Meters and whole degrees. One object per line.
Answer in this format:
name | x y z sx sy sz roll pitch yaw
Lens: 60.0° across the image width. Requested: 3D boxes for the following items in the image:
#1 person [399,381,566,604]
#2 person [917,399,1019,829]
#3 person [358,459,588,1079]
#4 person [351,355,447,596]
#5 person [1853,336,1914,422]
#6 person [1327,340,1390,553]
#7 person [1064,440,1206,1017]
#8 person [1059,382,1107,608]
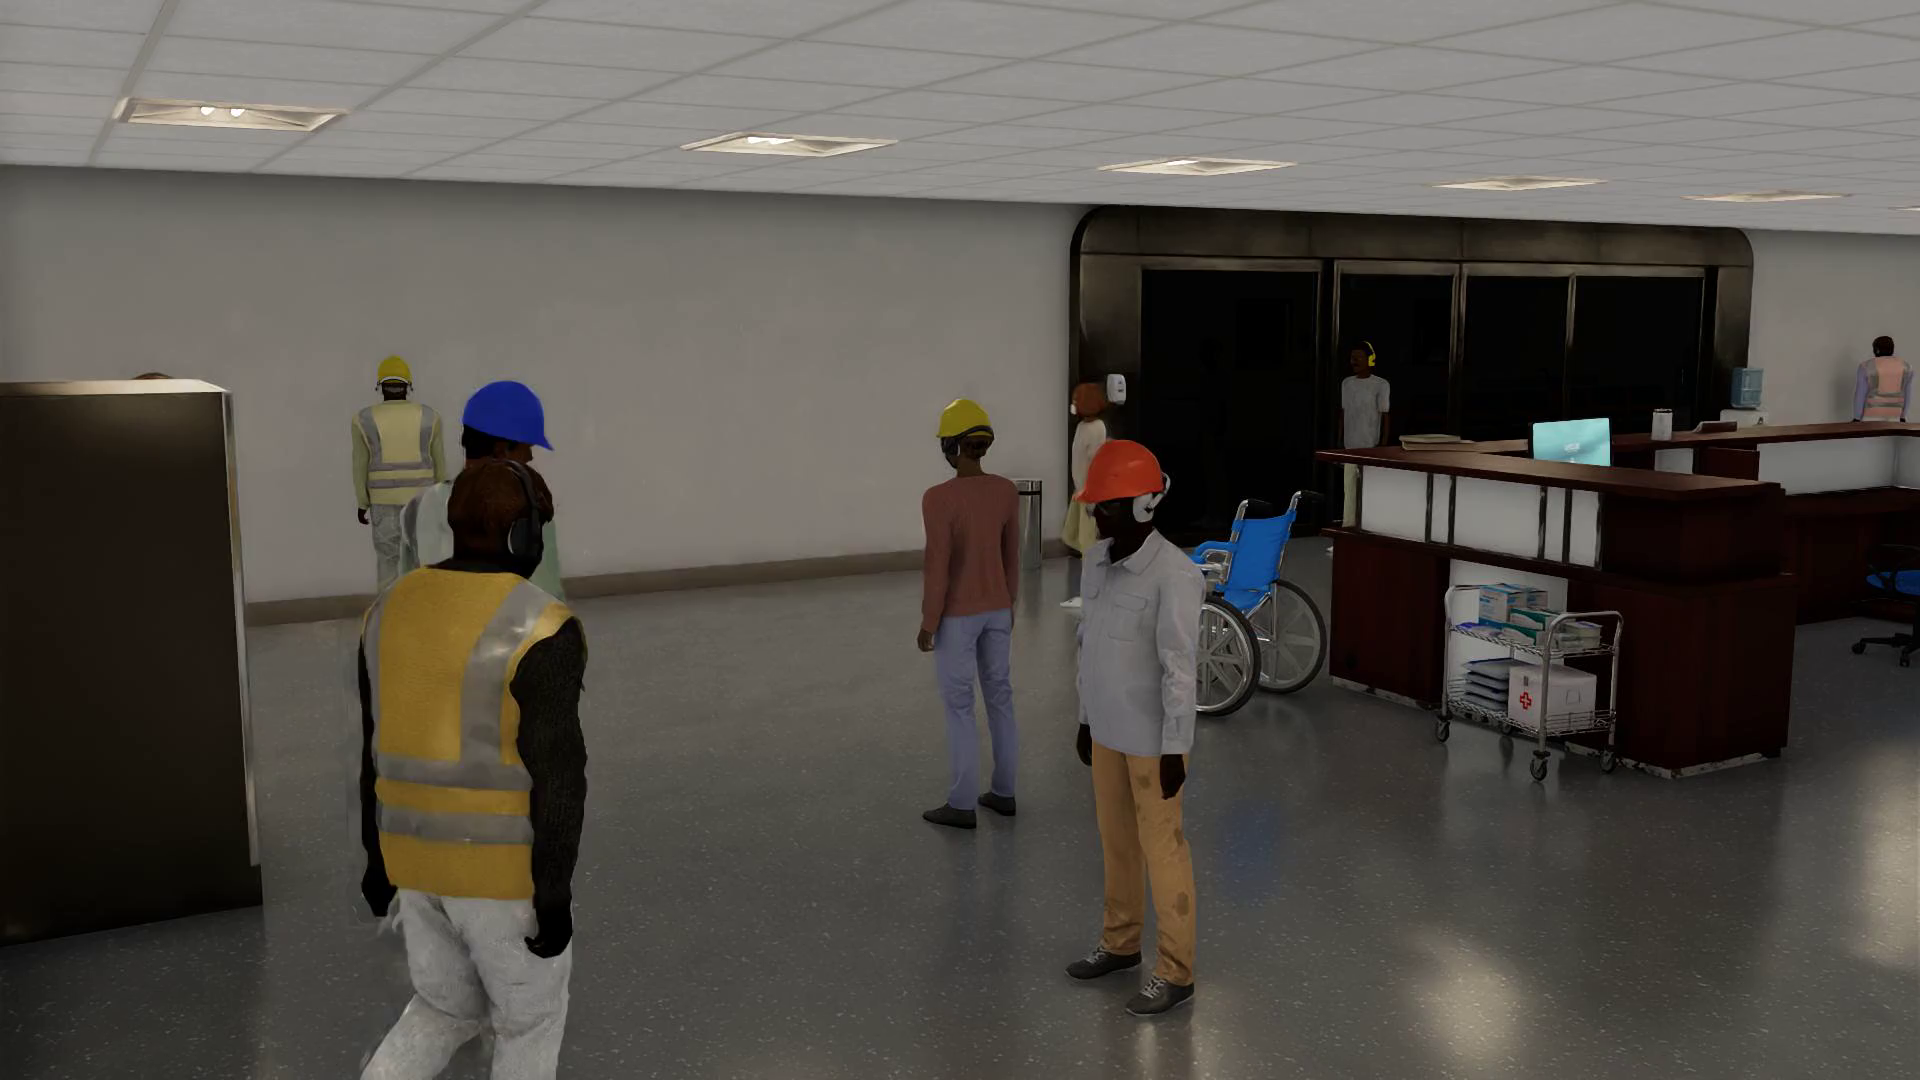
person | -1.507 0.468 5.191 0.639 1.943 0.513 5 9 32
person | 0.026 0.302 6.888 0.533 1.766 0.326 -7 11 -43
person | -1.136 0.733 3.668 0.637 1.811 0.660 5 9 30
person | -3.672 -0.289 10.920 0.589 1.833 0.404 -4 9 -25
person | 10.600 -1.431 19.174 0.622 1.839 0.429 0 8 2
person | 3.478 -0.792 14.428 0.334 1.873 0.521 -7 10 -40
person | 0.511 0.562 5.091 0.361 1.742 0.563 -4 9 -29
person | 0.934 -0.314 11.836 0.411 1.618 0.517 -2 8 -11
